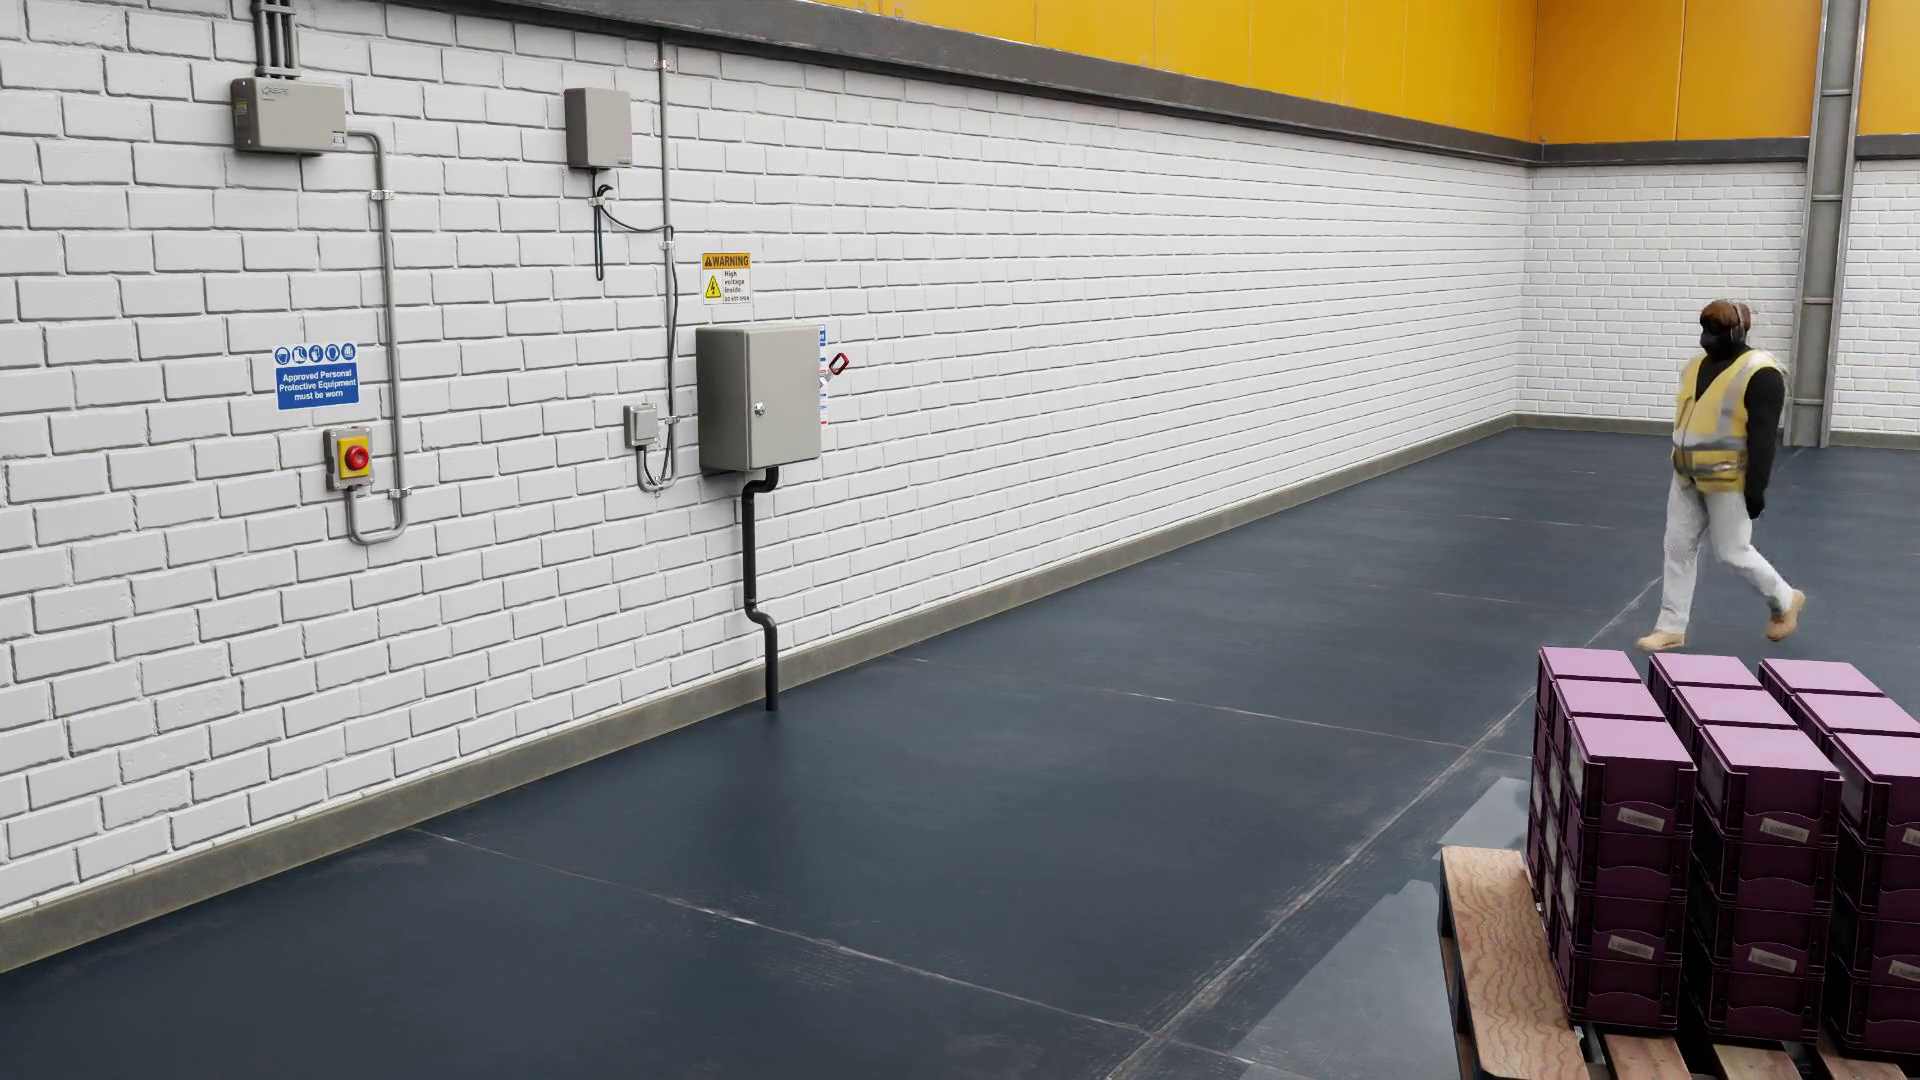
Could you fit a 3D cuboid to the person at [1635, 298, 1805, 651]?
[{"bbox_3d":[3.924,-0.316,8.467,0.778,1.822,0.635,-3,11,-16],"label":"person"}]
